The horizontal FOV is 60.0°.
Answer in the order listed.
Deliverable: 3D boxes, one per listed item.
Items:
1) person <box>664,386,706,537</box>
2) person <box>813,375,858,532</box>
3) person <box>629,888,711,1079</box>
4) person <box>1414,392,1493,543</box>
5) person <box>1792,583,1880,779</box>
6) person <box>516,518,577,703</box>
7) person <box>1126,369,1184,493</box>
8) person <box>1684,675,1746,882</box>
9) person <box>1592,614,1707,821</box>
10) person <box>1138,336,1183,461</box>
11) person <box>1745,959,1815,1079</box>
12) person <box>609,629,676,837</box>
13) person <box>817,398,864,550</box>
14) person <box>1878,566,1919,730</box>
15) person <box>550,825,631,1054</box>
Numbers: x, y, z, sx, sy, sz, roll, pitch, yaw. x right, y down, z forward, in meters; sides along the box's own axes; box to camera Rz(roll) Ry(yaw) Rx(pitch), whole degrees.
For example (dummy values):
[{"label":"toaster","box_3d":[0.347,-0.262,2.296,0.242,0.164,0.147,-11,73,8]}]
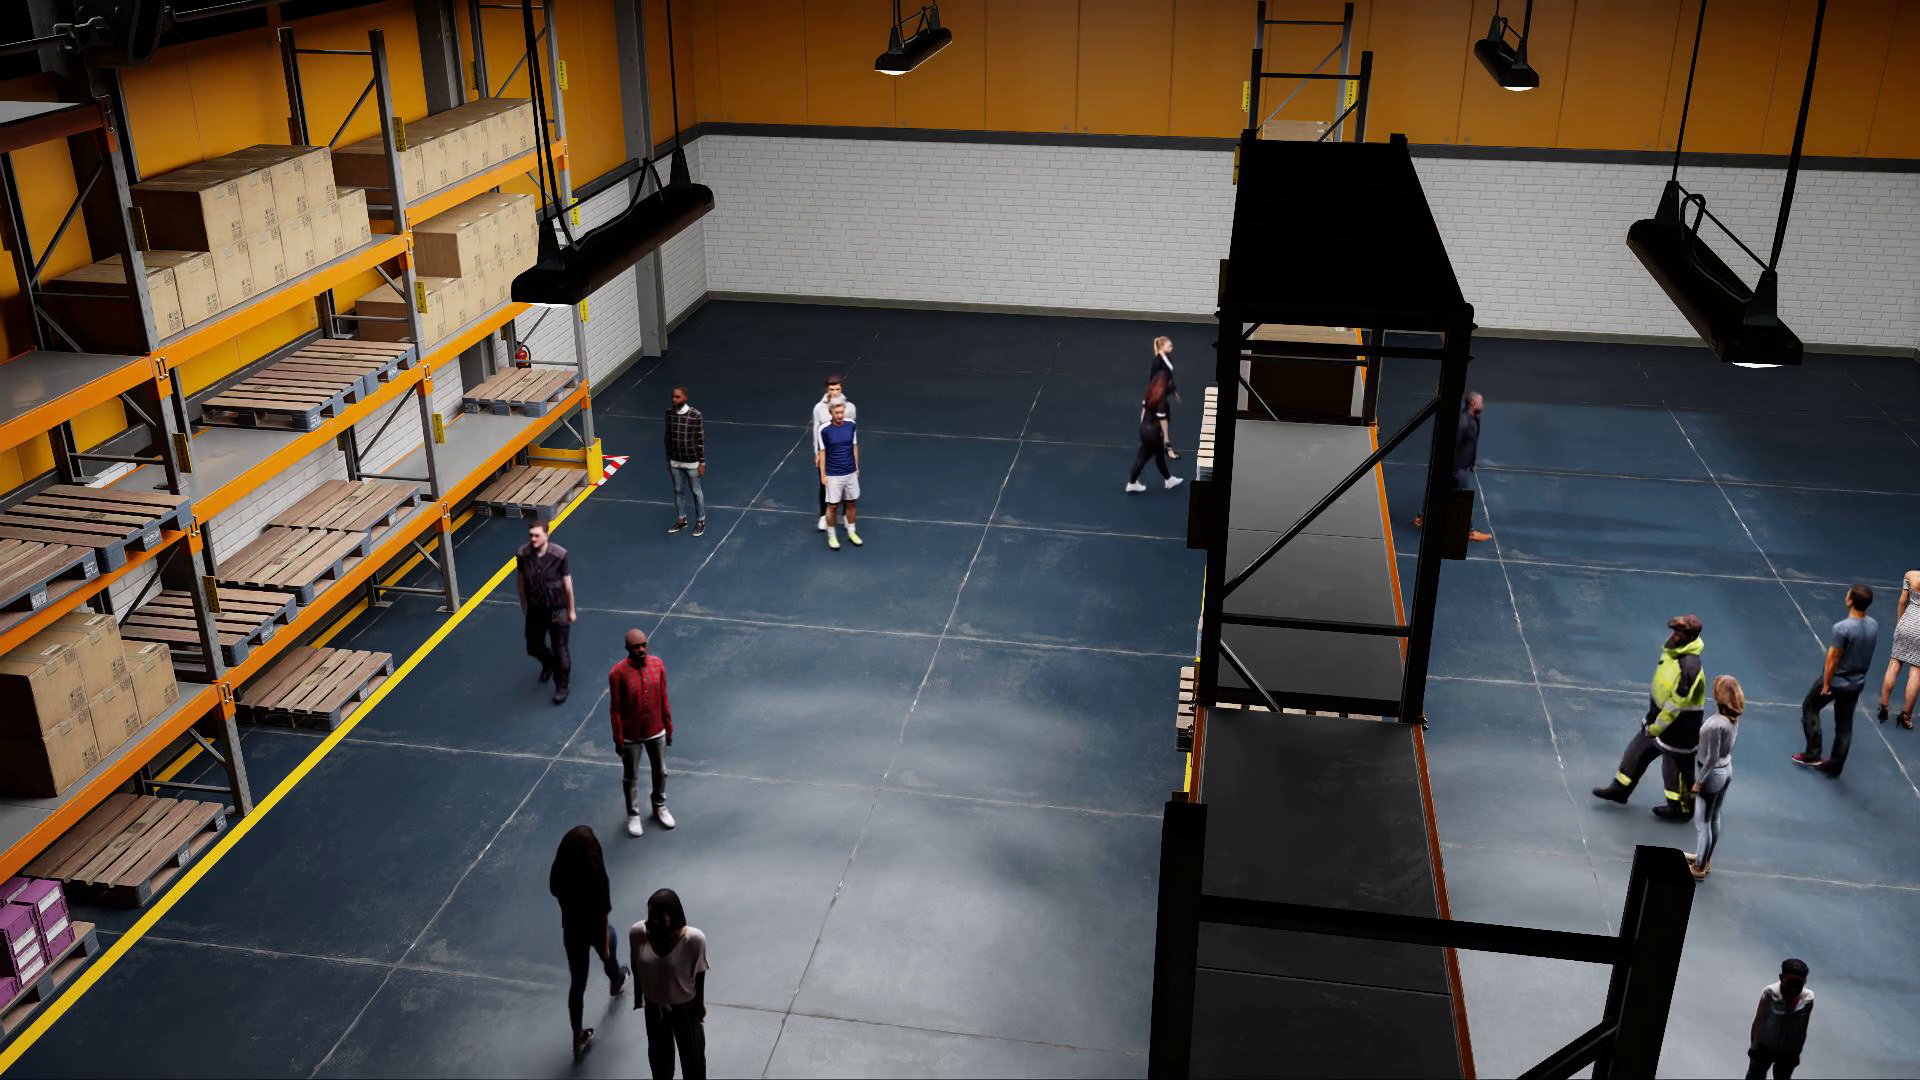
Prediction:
[{"label":"person","box_3d":[-3.202,-0.951,19.475,0.695,1.820,0.614,8,25,19]},{"label":"person","box_3d":[-1.474,-1.043,19.557,0.738,1.923,0.693,-3,24,-7]},{"label":"person","box_3d":[-1.861,2.951,10.728,0.674,1.676,0.607,5,24,12]},{"label":"person","box_3d":[5.689,-0.858,19.328,1.072,1.766,1.224,15,28,31]},{"label":"person","box_3d":[7.727,1.262,14.440,0.766,1.798,0.794,-6,24,-13]},{"label":"person","box_3d":[-3.895,0.620,15.860,0.750,1.836,0.780,2,24,4]},{"label":"person","box_3d":[2.294,-1.307,20.574,0.935,1.592,1.017,-7,25,-16]},{"label":"person","box_3d":[5.919,1.864,13.068,0.724,1.794,0.623,21,31,40]},{"label":"person","box_3d":[5.990,1.497,13.734,0.916,1.931,1.023,2,24,6]},{"label":"person","box_3d":[2.506,-1.859,21.731,0.744,1.676,0.816,9,25,19]},{"label":"person","box_3d":[5.254,3.206,10.665,0.490,1.258,0.513,7,25,16]},{"label":"person","box_3d":[-2.639,1.550,13.752,0.755,1.820,0.784,-11,26,-24]},{"label":"person","box_3d":[-1.387,-0.793,19.099,0.731,1.830,0.771,-12,27,-26]},{"label":"person","box_3d":[8.772,0.883,15.276,0.732,1.822,0.673,-16,28,-32]},{"label":"person","box_3d":[-2.577,2.741,11.348,0.618,1.564,1.100,5,24,12]}]
